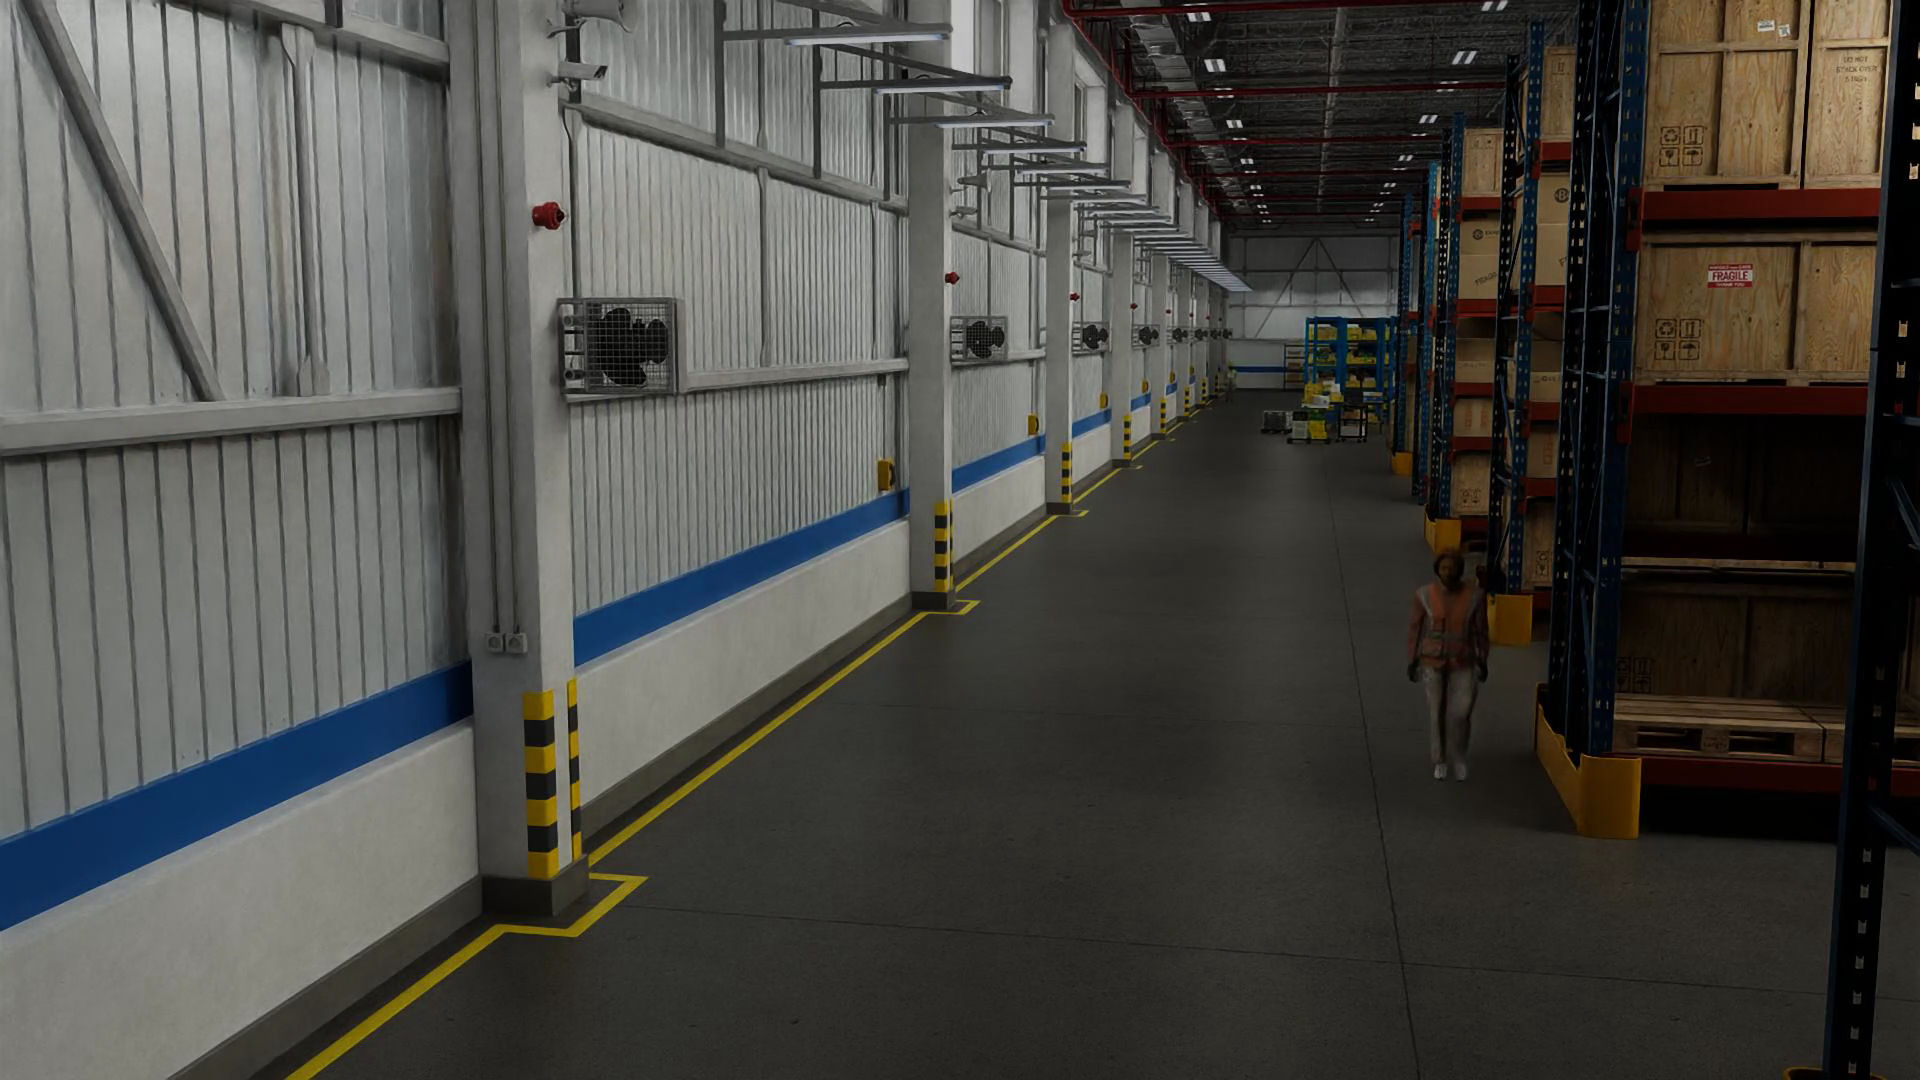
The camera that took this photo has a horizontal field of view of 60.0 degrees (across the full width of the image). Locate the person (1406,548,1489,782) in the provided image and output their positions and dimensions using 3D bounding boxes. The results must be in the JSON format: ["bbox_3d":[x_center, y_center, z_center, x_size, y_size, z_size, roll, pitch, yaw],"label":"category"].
[{"bbox_3d":[3.349,0.862,11.444,0.546,1.619,0.460,2,8,19],"label":"person"}]

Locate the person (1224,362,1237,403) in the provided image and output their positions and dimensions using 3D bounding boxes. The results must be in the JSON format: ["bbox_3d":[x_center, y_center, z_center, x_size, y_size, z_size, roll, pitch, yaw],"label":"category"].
[{"bbox_3d":[11.933,-6.962,73.336,0.605,1.819,0.590,0,7,0],"label":"person"}]
